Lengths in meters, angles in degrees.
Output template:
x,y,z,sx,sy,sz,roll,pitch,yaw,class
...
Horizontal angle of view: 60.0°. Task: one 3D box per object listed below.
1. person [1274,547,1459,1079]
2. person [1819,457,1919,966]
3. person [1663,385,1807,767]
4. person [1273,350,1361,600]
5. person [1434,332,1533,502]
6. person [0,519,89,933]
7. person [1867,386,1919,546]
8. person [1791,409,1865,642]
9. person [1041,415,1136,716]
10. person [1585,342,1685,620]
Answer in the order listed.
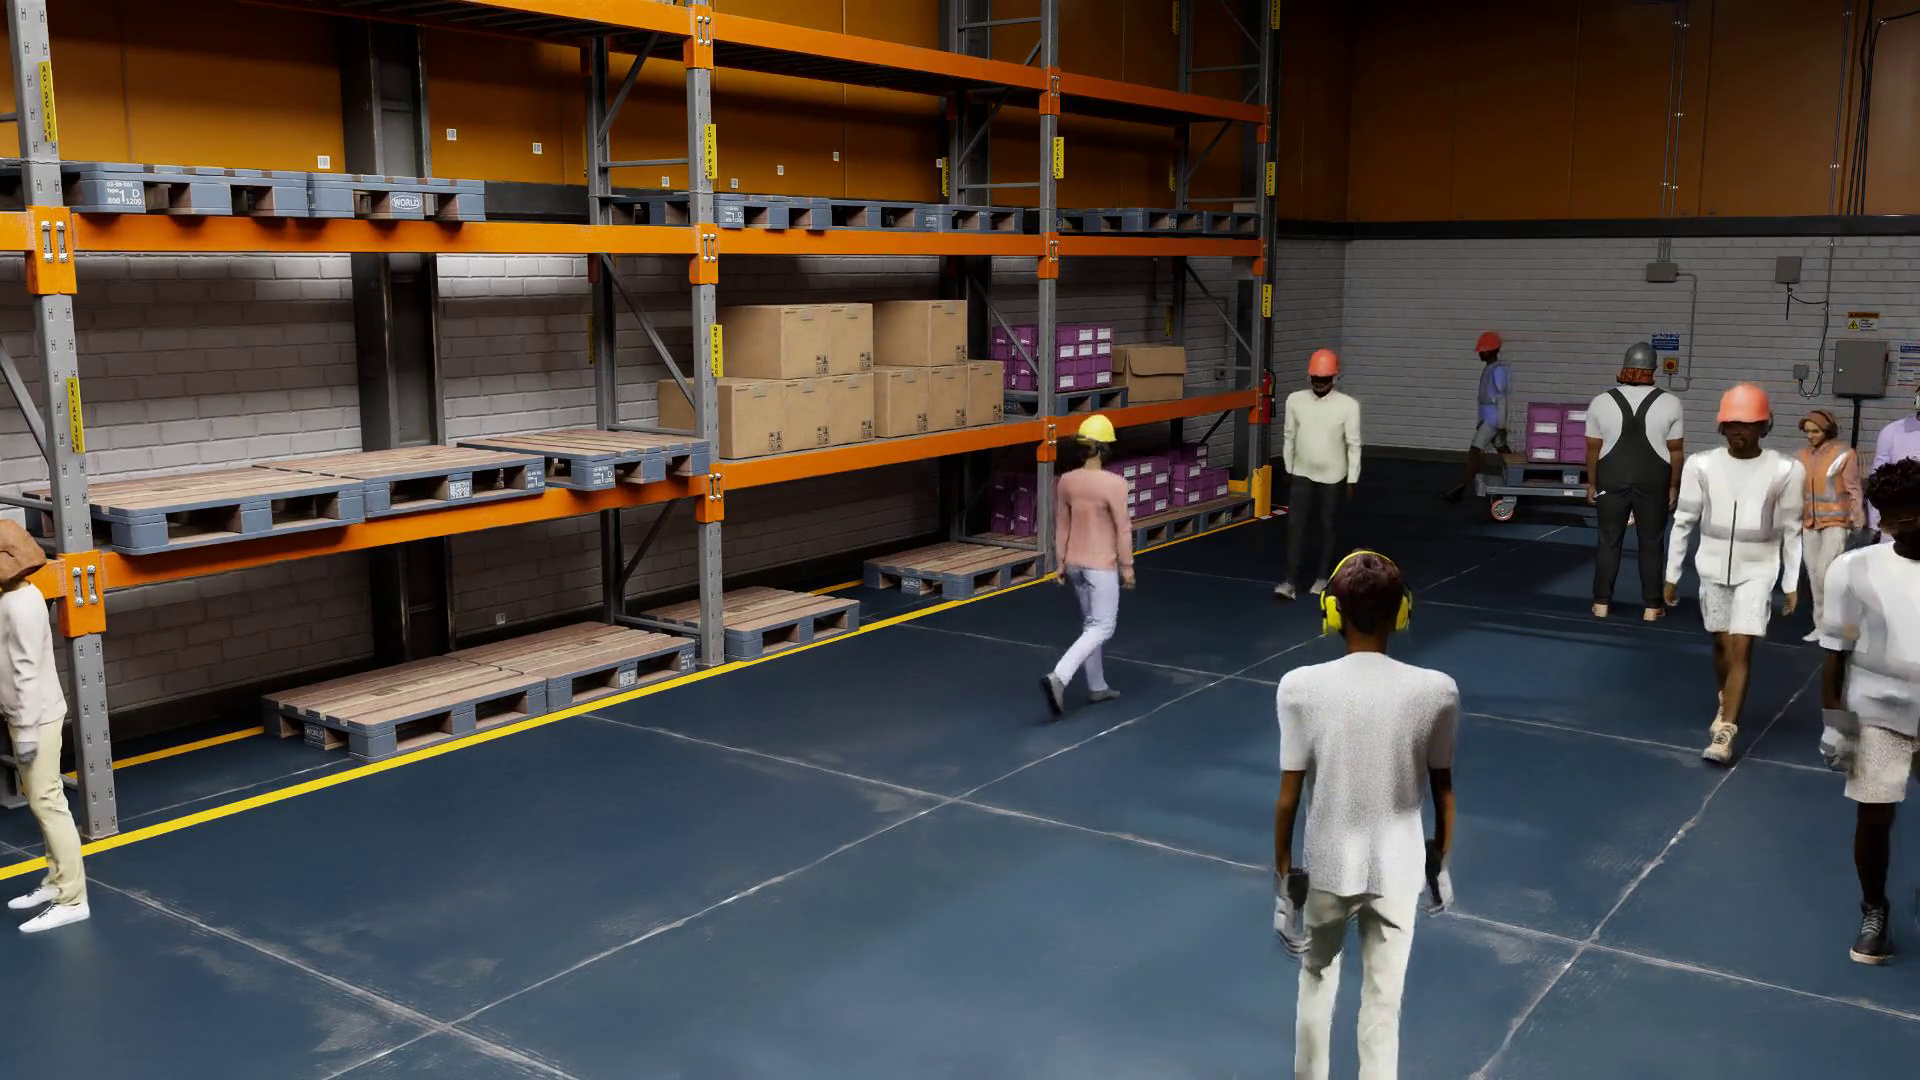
x,y,z,sx,sy,sz,roll,pitch,yaw,class
1.131,0.935,4.675,0.500,1.835,0.751,2,10,13,person
3.538,0.641,6.173,0.720,1.922,0.476,2,10,9,person
4.120,0.163,8.866,0.632,1.985,1.083,8,12,38,person
2.751,-0.484,12.812,0.645,1.939,0.999,5,11,25,person
5.757,-1.317,18.013,1.050,1.877,0.577,1,10,9,person
-3.696,0.722,6.585,0.282,1.626,0.491,-7,12,-35,person
6.120,-0.090,10.574,0.643,1.909,0.410,6,11,31,person
5.904,-0.089,11.399,0.393,1.616,0.540,-4,10,-24,person
0.724,0.147,9.645,0.698,1.744,0.529,-8,12,-39,person
4.954,-0.437,12.241,0.672,2.000,0.536,5,11,26,person
